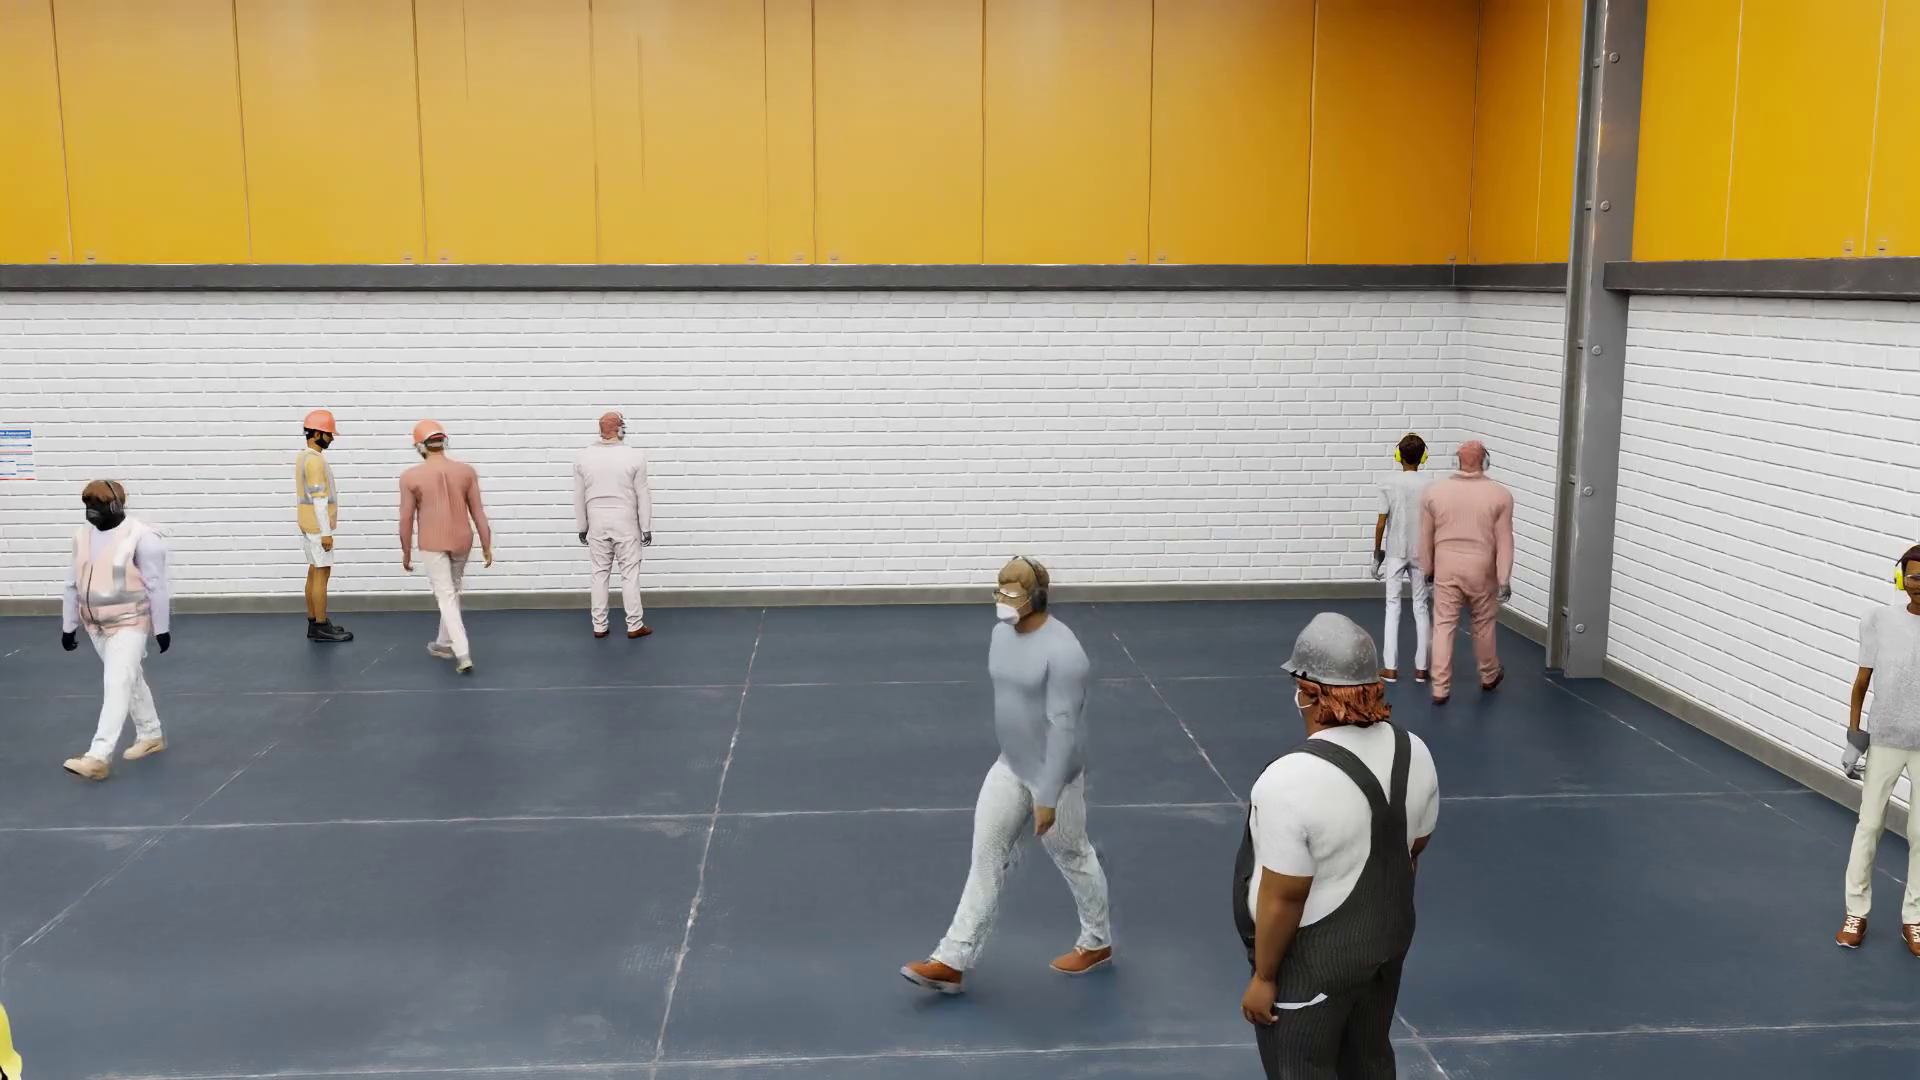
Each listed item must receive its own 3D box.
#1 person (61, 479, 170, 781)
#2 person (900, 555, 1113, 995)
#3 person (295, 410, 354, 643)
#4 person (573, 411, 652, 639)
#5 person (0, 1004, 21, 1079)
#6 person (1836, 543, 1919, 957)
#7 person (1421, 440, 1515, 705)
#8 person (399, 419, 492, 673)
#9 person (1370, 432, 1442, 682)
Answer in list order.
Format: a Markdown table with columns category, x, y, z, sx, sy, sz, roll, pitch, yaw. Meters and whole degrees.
| category | x | y | z | sx | sy | sz | roll | pitch | yaw |
| --- | --- | --- | --- | --- | --- | --- | --- | --- | --- |
| person | -5.223 | 0.533 | 10.141 | 0.641 | 1.791 | 0.921 | 4 | 10 | 21 |
| person | 0.265 | 0.997 | 6.983 | 1.029 | 1.876 | 0.639 | -6 | 11 | -34 |
| person | -5.291 | -0.115 | 13.794 | 0.369 | 1.929 | 0.542 | -6 | 11 | -31 |
| person | -2.883 | -0.123 | 13.919 | 0.651 | 1.904 | 0.402 | 1 | 9 | 7 |
| person | -1.743 | 1.656 | 2.967 | 0.404 | 1.833 | 0.590 | 6 | 11 | 32 |
| person | 4.237 | 0.927 | 7.426 | 0.520 | 1.874 | 0.327 | 4 | 10 | 25 |
| person | 3.657 | 0.213 | 11.937 | 0.674 | 1.863 | 0.898 | 5 | 10 | 30 |
| person | -3.965 | 0.035 | 12.841 | 0.640 | 1.935 | 1.022 | -7 | 12 | -38 |
| person | 3.339 | 0.133 | 12.422 | 0.533 | 1.868 | 0.310 | 1 | 9 | 5 |
